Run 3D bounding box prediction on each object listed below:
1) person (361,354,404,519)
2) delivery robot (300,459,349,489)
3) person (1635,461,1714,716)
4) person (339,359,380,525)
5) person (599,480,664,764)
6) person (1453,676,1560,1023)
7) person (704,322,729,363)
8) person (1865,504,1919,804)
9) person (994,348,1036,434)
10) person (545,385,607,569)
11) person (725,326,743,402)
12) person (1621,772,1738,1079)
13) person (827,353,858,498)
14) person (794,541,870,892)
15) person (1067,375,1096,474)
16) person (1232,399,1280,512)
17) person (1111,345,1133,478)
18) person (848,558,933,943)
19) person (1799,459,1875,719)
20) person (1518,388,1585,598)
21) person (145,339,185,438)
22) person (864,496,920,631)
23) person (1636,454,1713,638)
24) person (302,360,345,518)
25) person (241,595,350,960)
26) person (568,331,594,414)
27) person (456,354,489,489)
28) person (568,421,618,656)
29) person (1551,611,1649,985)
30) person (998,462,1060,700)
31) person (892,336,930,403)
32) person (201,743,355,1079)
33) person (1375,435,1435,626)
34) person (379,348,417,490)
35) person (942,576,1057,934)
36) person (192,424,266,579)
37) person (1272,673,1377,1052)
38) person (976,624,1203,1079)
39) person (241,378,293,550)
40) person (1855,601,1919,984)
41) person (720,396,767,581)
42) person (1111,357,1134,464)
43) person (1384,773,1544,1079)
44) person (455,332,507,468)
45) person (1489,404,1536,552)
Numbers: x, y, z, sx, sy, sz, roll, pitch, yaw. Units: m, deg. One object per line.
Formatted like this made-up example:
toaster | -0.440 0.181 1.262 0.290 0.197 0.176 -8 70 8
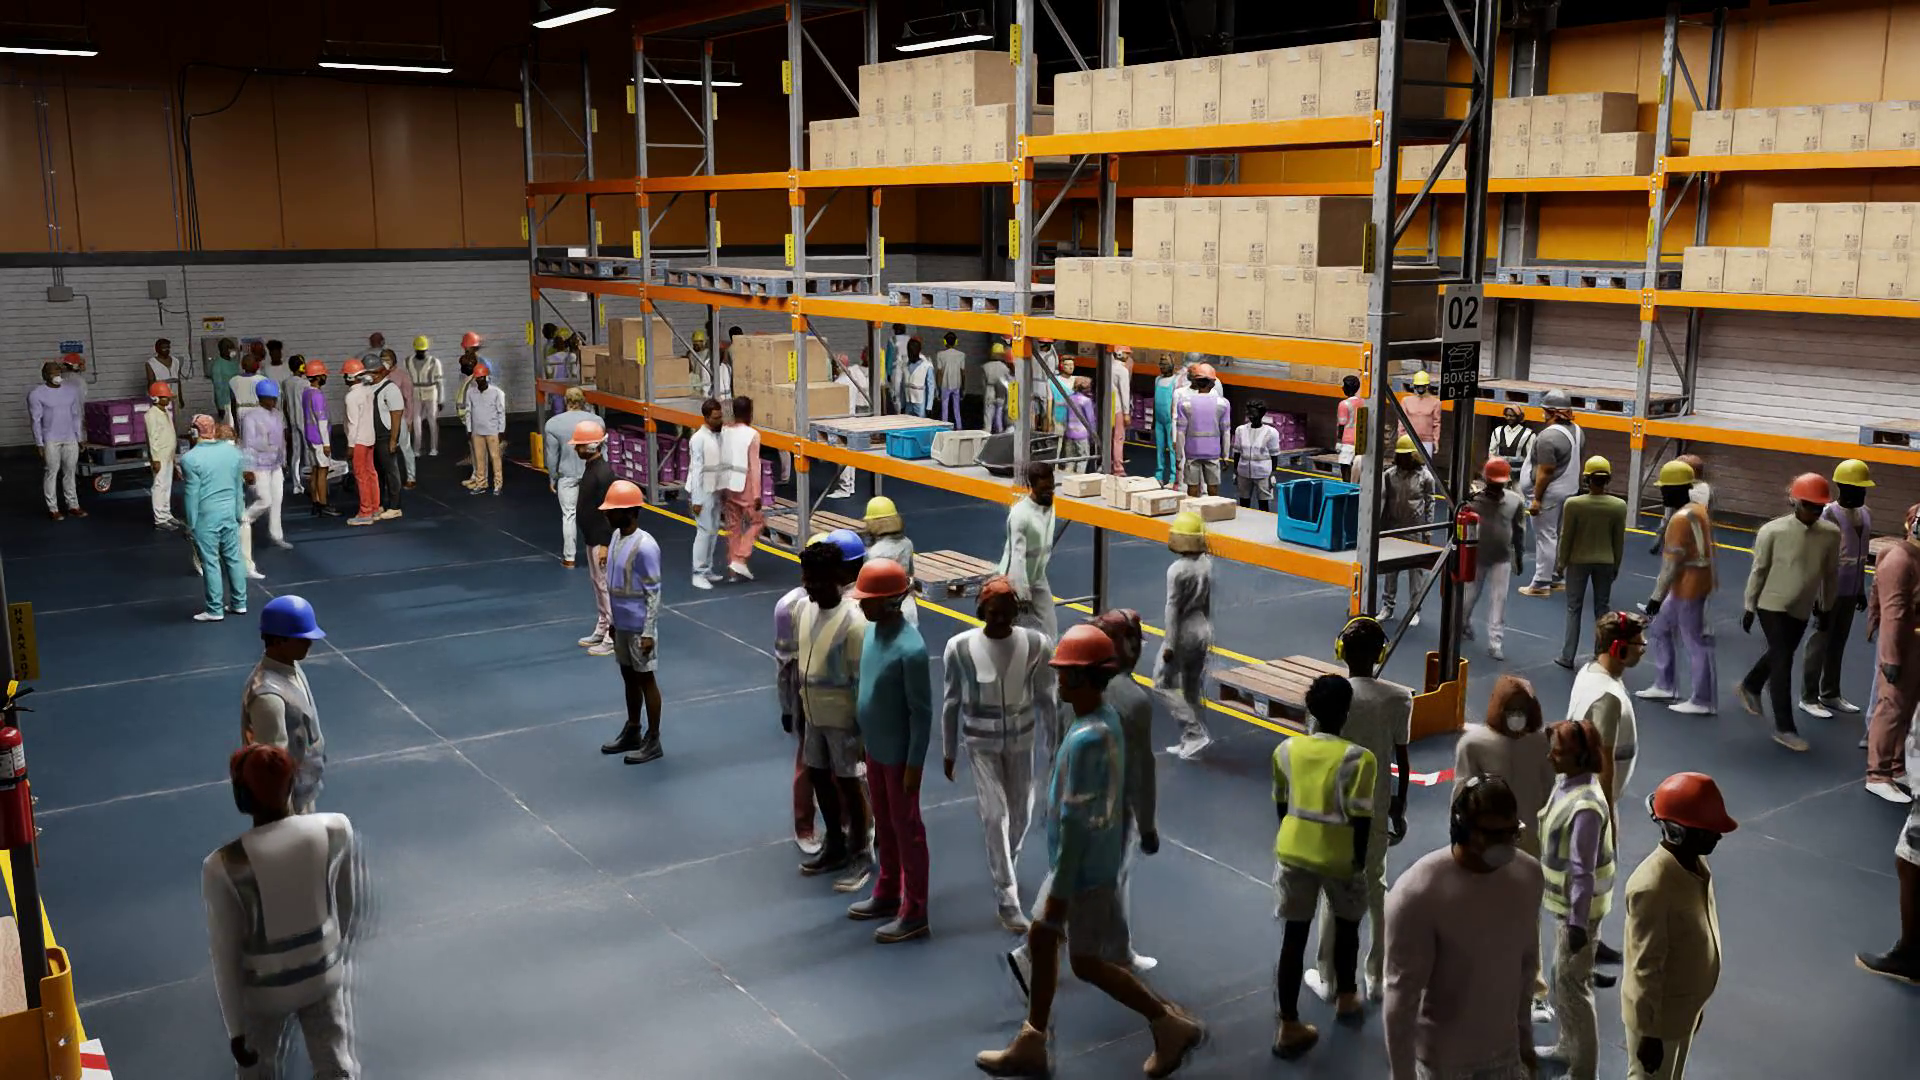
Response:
person | -7.162 -1.280 20.405 0.676 2.000 0.536 8 13 35
delivery robot | -8.427 -0.902 22.041 0.477 0.478 0.707 2 11 11
person | 5.348 0.357 12.414 0.720 1.890 0.594 6 13 28
person | -7.234 -1.178 20.025 0.386 1.995 0.619 0 11 3
person | -2.237 0.552 11.286 0.368 1.939 0.542 -9 14 -38
person | 2.555 1.420 7.738 0.531 1.597 0.867 1 11 4
person | -4.147 -2.765 28.251 0.625 1.936 0.504 4 12 21
person | 6.068 0.705 10.586 0.651 1.907 0.409 -9 14 -39
person | 0.683 -1.537 21.775 0.618 2.017 0.690 -9 14 -40
person | -4.022 -0.658 17.482 0.630 1.940 0.371 -4 12 -20
person | -3.650 -2.501 26.967 0.392 1.919 0.590 -2 11 -9
person | 2.568 1.677 6.006 0.325 1.752 0.559 8 14 37
person | -1.571 -1.503 21.887 0.409 1.907 0.651 2 11 11
person | -0.705 0.960 9.178 0.388 1.953 0.665 -10 15 -40
person | 1.578 -1.367 21.929 0.340 1.624 0.537 -6 13 -28
person | 3.259 -0.716 18.397 0.540 1.695 0.317 7 13 32
person | 2.200 -1.802 23.204 0.392 1.989 0.610 -5 12 -24
person | -0.368 1.063 8.533 0.400 1.989 0.623 -6 12 -27
person | 6.524 0.353 12.337 0.588 1.927 0.371 -6 12 -28
person | 5.736 -0.466 16.239 0.682 2.000 0.537 -10 15 -42
person | -12.192 -2.171 25.503 0.387 1.837 0.560 5 12 24
person | -0.485 0.542 11.912 0.429 1.721 0.508 8 13 35
person | 6.387 0.033 14.811 0.527 1.591 0.866 -7 13 -33
person | -7.862 -1.242 20.463 0.354 1.941 0.549 -9 14 -38
person | -3.204 1.207 7.968 0.420 1.932 0.621 -3 11 -14
person | -6.152 -2.472 27.019 0.633 1.839 0.429 8 13 34
person | -6.629 -1.616 22.654 0.429 1.838 0.621 -5 12 -26
person | -3.076 -0.019 14.075 0.396 1.990 0.621 -5 12 -23
person | 3.078 1.240 8.042 0.417 1.833 0.577 4 12 20
person | 0.552 0.327 12.621 0.945 1.867 0.608 8 14 35
person | -0.746 -2.283 26.091 0.565 1.831 1.007 -7 13 -30
person | -2.467 1.621 6.098 0.570 1.833 0.959 -10 15 -41
person | 4.033 -0.091 15.079 0.492 1.742 0.316 7 13 32
person | -7.656 -1.630 22.498 0.627 1.929 0.378 3 11 14
person | 0.224 1.089 8.809 0.623 1.838 0.758 -2 11 -12
person | -7.531 -0.392 16.981 0.762 1.608 0.509 4 12 20
person | 1.639 1.430 7.527 0.546 1.636 0.805 8 14 36
person | 0.556 1.354 7.049 0.918 1.994 0.629 1 11 4
person | -7.696 -0.826 18.351 0.614 1.930 0.626 3 11 13
person | 4.765 1.214 7.900 0.668 1.937 0.641 10 15 42
person | -2.211 -0.508 16.823 0.604 1.897 0.451 8 14 37
person | 2.345 -2.123 24.908 0.608 1.966 0.374 -7 13 -30
person | 1.657 1.684 5.500 0.635 1.936 0.358 -6 13 -28
person | -7.112 -2.091 24.638 0.636 2.013 0.857 9 14 39
person | 6.099 -0.691 18.421 0.523 1.638 0.310 9 14 40
